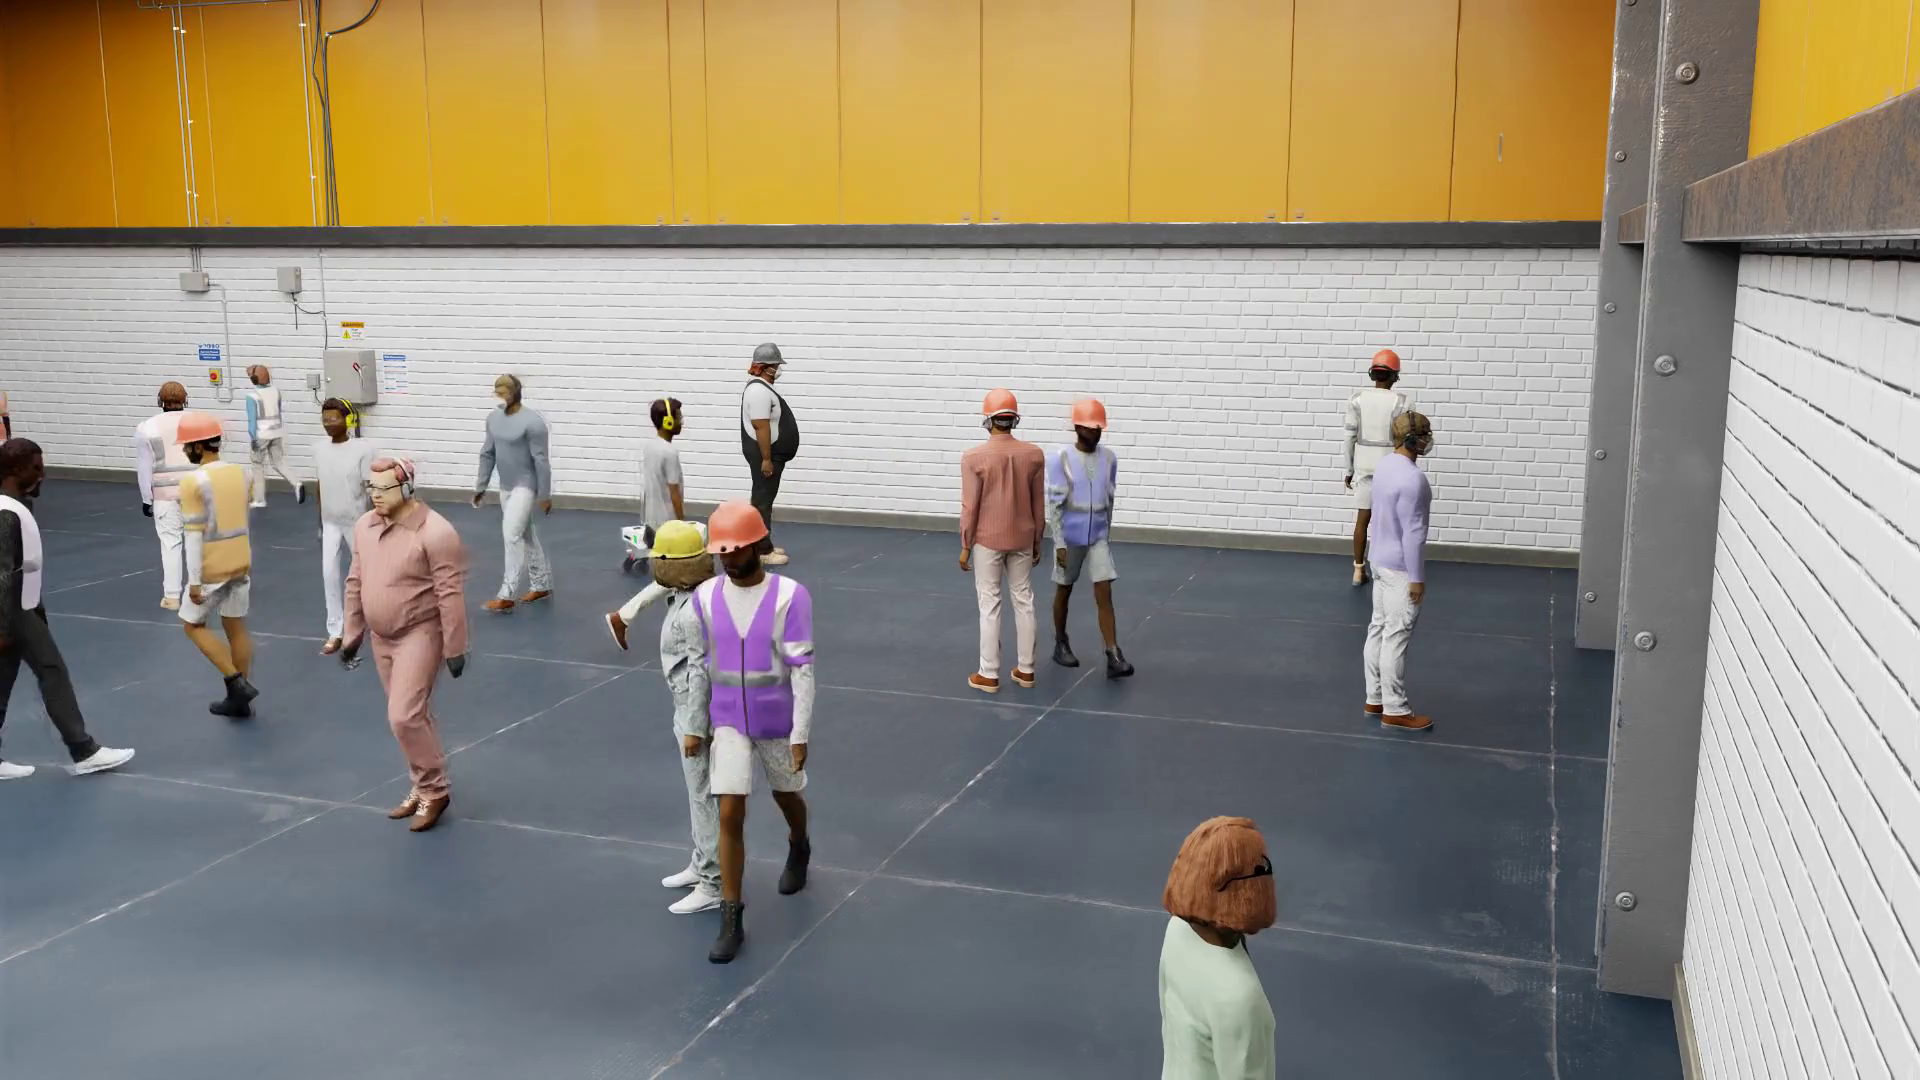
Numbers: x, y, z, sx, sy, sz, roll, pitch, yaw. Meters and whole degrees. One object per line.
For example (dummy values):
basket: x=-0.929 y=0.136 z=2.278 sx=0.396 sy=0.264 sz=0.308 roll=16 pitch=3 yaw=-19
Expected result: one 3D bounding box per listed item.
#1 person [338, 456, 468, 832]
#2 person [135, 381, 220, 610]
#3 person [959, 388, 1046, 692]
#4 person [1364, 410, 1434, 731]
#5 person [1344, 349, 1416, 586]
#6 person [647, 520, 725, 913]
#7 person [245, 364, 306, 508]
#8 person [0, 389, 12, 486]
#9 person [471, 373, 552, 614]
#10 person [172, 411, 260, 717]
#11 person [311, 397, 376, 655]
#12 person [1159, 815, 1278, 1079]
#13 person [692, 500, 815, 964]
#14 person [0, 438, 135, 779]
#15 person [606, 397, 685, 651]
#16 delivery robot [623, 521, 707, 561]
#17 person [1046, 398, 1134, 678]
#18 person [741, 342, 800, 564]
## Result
person: x=-2.819 y=0.516 z=8.360 sx=0.664 sy=1.889 sz=0.550 roll=7 pitch=12 yaw=33
person: x=-6.285 y=-0.361 z=13.414 sx=0.626 sy=1.844 sz=0.429 roll=-7 pitch=13 yaw=-36
person: x=0.267 y=0.002 z=10.939 sx=0.614 sy=1.993 sz=0.395 roll=-4 pitch=11 yaw=-24
person: x=2.673 y=0.177 z=10.109 sx=0.379 sy=1.940 sz=0.629 roll=-1 pitch=10 yaw=-4
person: x=3.602 y=-0.608 z=14.244 sx=0.616 sy=2.039 sz=0.386 roll=6 pitch=12 yaw=32
person: x=-1.196 y=0.771 z=7.326 sx=0.313 sy=1.740 sz=0.487 roll=-2 pitch=10 yaw=-11
person: x=-7.652 y=-1.145 z=18.456 sx=0.631 sy=1.615 sz=0.523 roll=4 pitch=11 yaw=22
person: x=-10.459 y=-1.075 z=17.878 sx=0.398 sy=1.677 sz=0.547 roll=6 pitch=12 yaw=31
person: x=-3.634 y=-0.369 z=13.301 sx=0.655 sy=1.903 sz=0.910 roll=8 pitch=13 yaw=40
person: x=-4.566 y=0.166 z=10.217 sx=0.402 sy=1.920 sz=0.555 roll=4 pitch=11 yaw=22
person: x=-4.453 y=-0.138 z=12.170 sx=0.522 sy=1.847 sz=0.840 roll=2 pitch=10 yaw=9
person: x=0.605 y=1.433 z=3.889 sx=0.283 sy=1.636 sz=0.500 roll=-2 pitch=10 yaw=-12
person: x=-0.860 y=0.738 z=7.143 sx=0.549 sy=1.891 sz=0.996 roll=1 pitch=10 yaw=8
person: x=-5.045 y=0.382 z=9.120 sx=0.908 sy=1.873 sz=0.616 roll=-6 pitch=12 yaw=-31
person: x=-2.159 y=-0.105 z=11.965 sx=0.784 sy=1.851 sz=0.524 roll=-5 pitch=11 yaw=-25
delivery robot: x=-2.642 y=-0.025 z=14.878 sx=0.707 sy=0.478 sz=0.477 roll=-6 pitch=12 yaw=-30
person: x=0.864 y=-0.009 z=11.271 sx=0.550 sy=1.888 sz=0.965 roll=-4 pitch=11 yaw=-20
person: x=-1.751 y=-0.811 z=15.384 sx=0.536 sy=2.000 sz=0.688 roll=-2 pitch=10 yaw=-9
